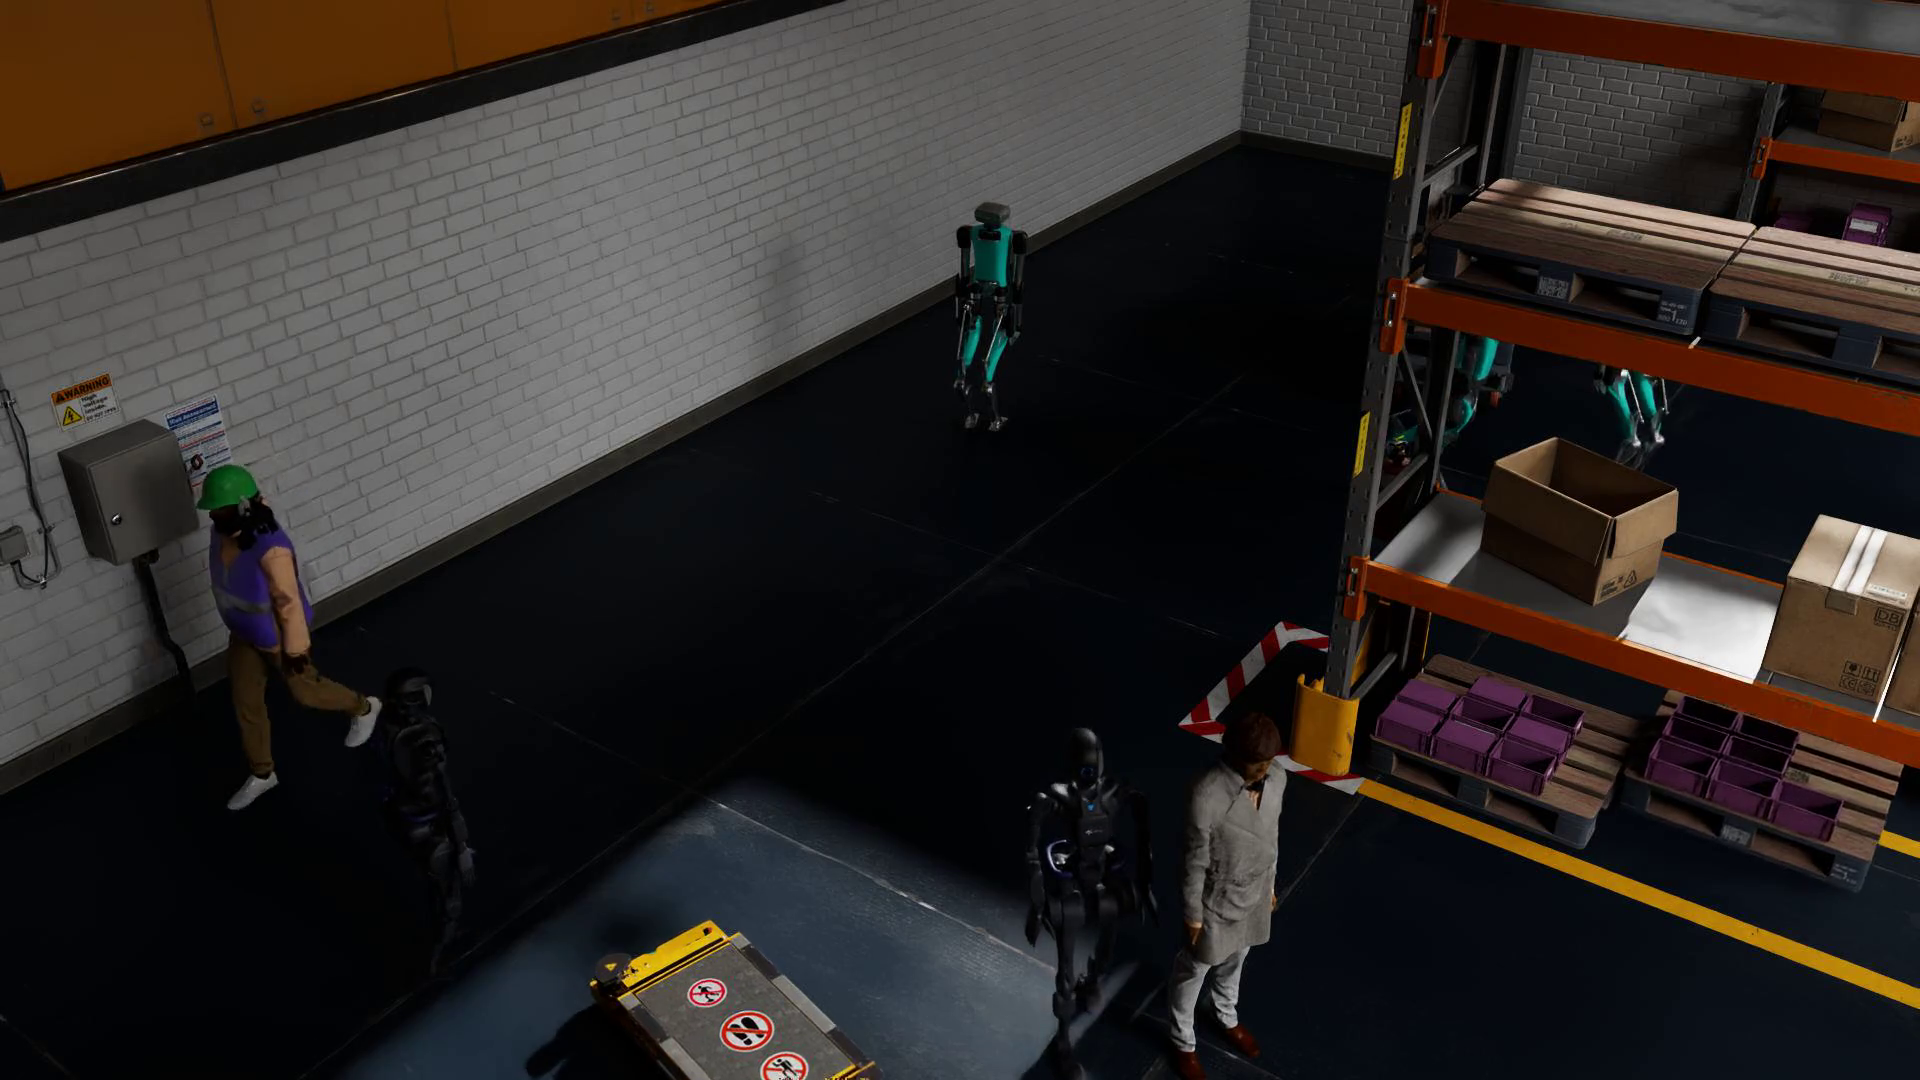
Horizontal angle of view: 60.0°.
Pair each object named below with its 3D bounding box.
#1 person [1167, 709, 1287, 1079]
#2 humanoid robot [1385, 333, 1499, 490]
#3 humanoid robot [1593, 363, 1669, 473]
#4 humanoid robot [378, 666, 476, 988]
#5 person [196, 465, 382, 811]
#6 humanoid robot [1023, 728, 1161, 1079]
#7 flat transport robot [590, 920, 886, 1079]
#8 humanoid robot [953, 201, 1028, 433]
[{"bbox_3d":[1.119,1.475,6.922,0.501,1.830,0.367,-16,34,-26],"label":"person"},{"bbox_3d":[3.189,-0.910,11.191,0.741,1.819,0.540,17,34,27],"label":"humanoid robot"},{"bbox_3d":[4.706,-1.119,11.498,0.534,1.776,0.714,-7,31,-12],"label":"humanoid robot"},{"bbox_3d":[-2.440,1.288,7.427,0.608,1.661,0.421,26,39,37],"label":"humanoid robot"},{"bbox_3d":[-3.558,0.436,8.653,0.547,1.901,0.882,16,34,26],"label":"person"},{"bbox_3d":[0.565,1.503,7.052,0.600,1.640,0.619,-5,30,-9],"label":"humanoid robot"},{"bbox_3d":[-0.976,2.179,7.260,0.659,0.231,1.431,-23,37,-34],"label":"flat transport robot"},{"bbox_3d":[0.164,-1.573,12.199,0.530,1.695,0.708,9,31,14],"label":"humanoid robot"}]
